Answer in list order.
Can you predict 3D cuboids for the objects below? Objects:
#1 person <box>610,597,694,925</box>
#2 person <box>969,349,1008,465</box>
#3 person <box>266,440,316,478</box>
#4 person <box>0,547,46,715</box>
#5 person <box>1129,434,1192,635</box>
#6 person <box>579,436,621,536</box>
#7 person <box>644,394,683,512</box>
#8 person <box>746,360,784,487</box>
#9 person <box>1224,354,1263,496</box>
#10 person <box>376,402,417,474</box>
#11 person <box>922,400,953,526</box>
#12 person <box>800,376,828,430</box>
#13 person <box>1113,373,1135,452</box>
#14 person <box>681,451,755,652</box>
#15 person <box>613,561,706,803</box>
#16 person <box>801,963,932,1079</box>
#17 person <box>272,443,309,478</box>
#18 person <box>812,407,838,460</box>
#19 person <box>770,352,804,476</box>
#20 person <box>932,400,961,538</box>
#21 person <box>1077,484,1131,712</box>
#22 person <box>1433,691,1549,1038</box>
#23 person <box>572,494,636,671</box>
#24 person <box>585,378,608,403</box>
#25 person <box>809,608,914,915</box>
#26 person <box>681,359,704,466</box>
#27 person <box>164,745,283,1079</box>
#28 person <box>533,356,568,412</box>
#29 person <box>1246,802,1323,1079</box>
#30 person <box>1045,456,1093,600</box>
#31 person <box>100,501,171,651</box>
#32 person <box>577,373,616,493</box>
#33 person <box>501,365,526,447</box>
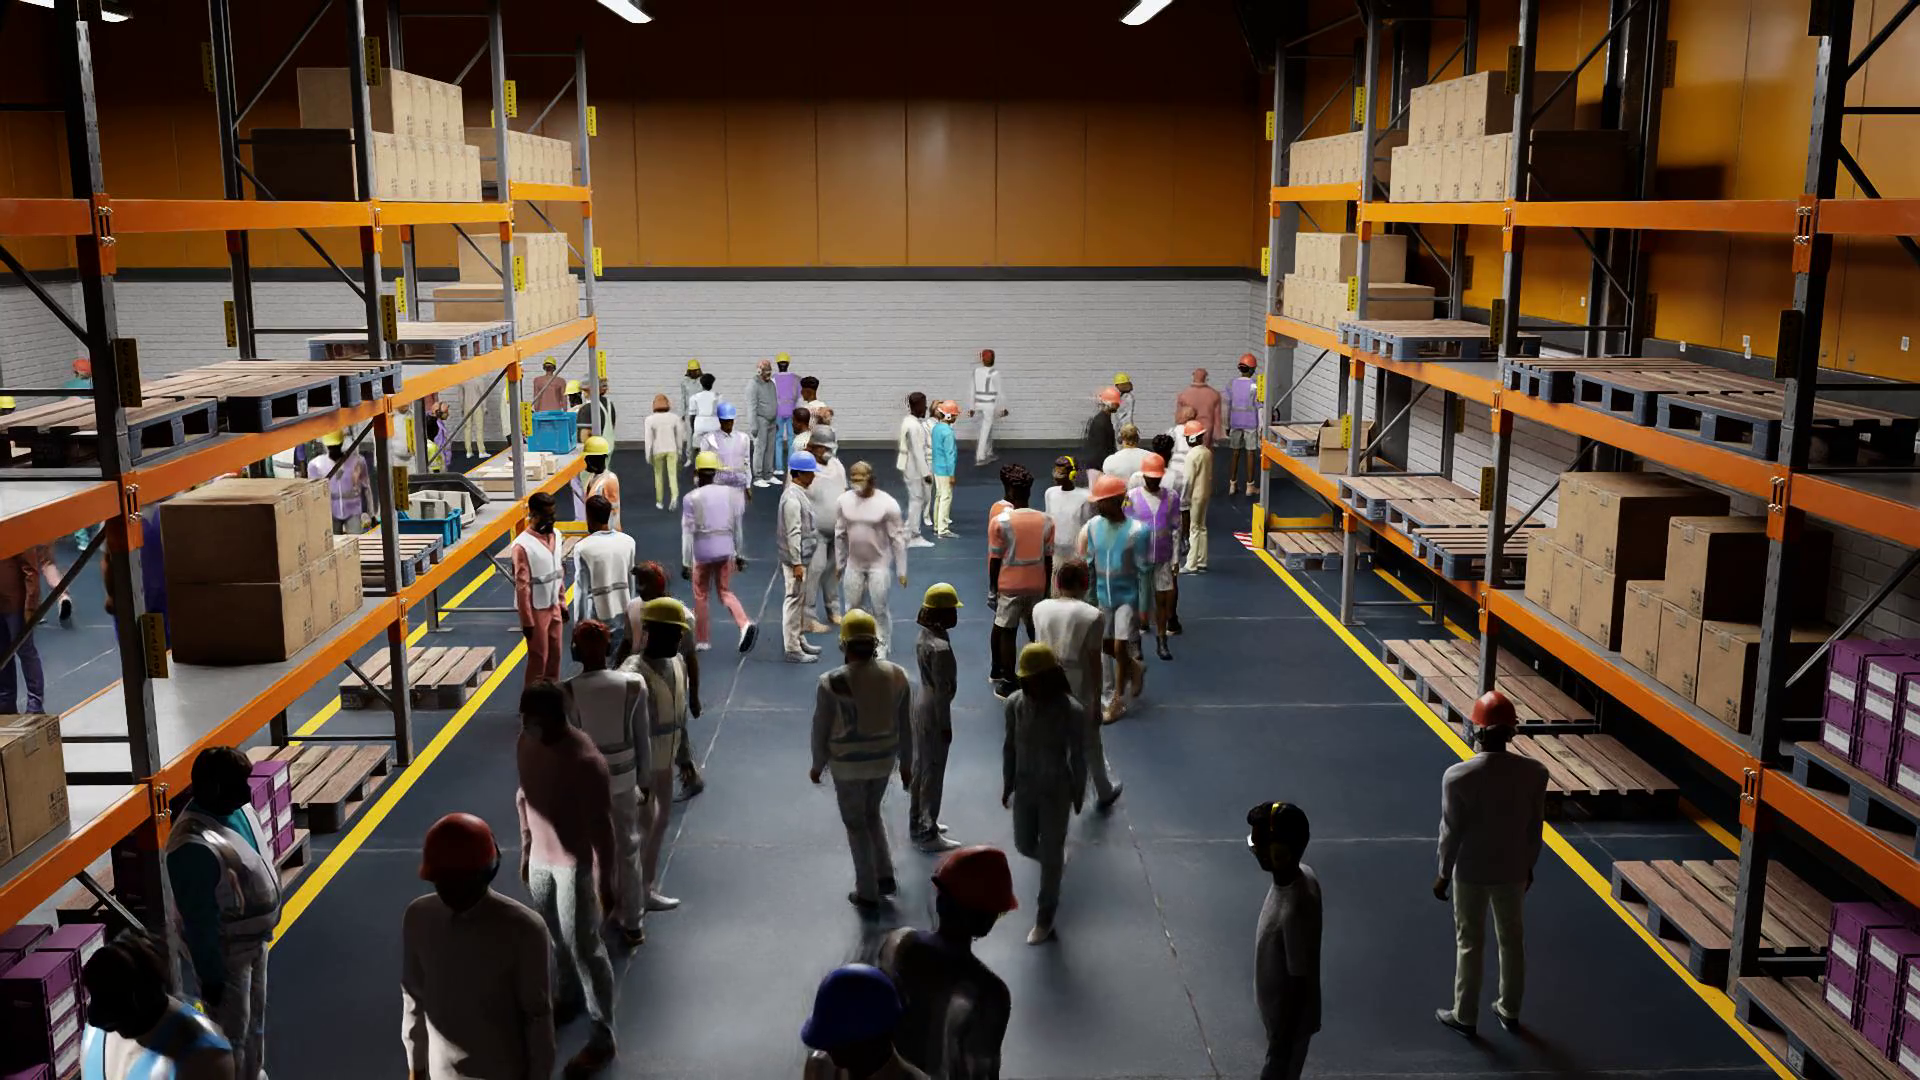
[{"bbox_3d":[-1.782,1.273,9.655,0.400,1.889,0.649,5,12,22],"label":"person"},{"bbox_3d":[0.510,-2.148,26.857,0.786,1.855,0.566,-10,15,-41],"label":"person"},{"bbox_3d":[-7.857,-0.734,19.567,0.635,1.938,0.361,2,11,9],"label":"person"},{"bbox_3d":[-7.588,0.505,13.213,0.609,1.996,0.379,4,12,18],"label":"person"},{"bbox_3d":[1.931,-0.053,16.084,0.617,1.964,0.361,3,12,14],"label":"person"},{"bbox_3d":[-3.488,-0.053,16.182,0.362,1.928,0.587,-7,13,-30],"label":"person"},{"bbox_3d":[-4.025,-1.186,22.679,0.535,1.607,0.681,-3,12,-17],"label":"person"},{"bbox_3d":[-2.897,-1.728,24.680,0.401,1.894,0.654,5,12,25],"label":"person"},{"bbox_3d":[4.110,-1.659,23.942,0.614,2.042,0.373,7,13,33],"label":"person"},{"bbox_3d":[-7.098,-1.001,21.118,0.582,1.874,0.681,7,13,30],"label":"person"},{"bbox_3d":[-0.306,-1.015,21.718,0.520,1.645,0.307,-7,13,-31],"label":"person"},{"bbox_3d":[-1.905,-1.161,21.687,0.400,1.957,0.599,4,12,21],"label":"person"},{"bbox_3d":[2.378,-1.582,24.345,0.317,1.733,0.489,-4,12,-18],"label":"person"},{"bbox_3d":[-2.249,0.129,15.366,0.626,1.895,0.737,-8,14,-36],"label":"person"},{"bbox_3d":[-2.059,1.017,11.236,0.555,1.777,1.012,9,14,38],"label":"person"},{"bbox_3d":[-0.266,2.170,5.010,0.605,1.938,0.412,10,15,41],"label":"person"},{"bbox_3d":[-7.735,-0.629,19.273,0.565,1.847,0.396,9,14,37],"label":"person"},{"bbox_3d":[-1.715,-0.869,21.020,0.324,1.630,0.525,8,14,33],"label":"person"},{"bbox_3d":[-2.722,-1.950,25.771,0.595,1.903,0.442,-2,11,-11],"label":"person"},{"bbox_3d":[-0.163,-0.887,20.840,0.355,1.737,0.578,-4,12,-18],"label":"person"},{"bbox_3d":[1.208,0.428,13.842,0.590,1.903,0.752,-6,13,-29],"label":"person"},{"bbox_3d":[2.621,1.608,8.286,0.563,1.752,0.335,-2,11,-11],"label":"person"},{"bbox_3d":[-2.764,0.594,13.006,0.404,1.906,0.598,8,14,33],"label":"person"},{"bbox_3d":[-5.010,-1.362,22.986,0.358,1.838,0.508,0,11,-2],"label":"person"},{"bbox_3d":[-0.588,1.295,9.729,0.585,1.806,0.458,-8,14,-34],"label":"person"},{"bbox_3d":[-4.221,-2.024,26.563,0.482,1.734,0.339,1,11,7],"label":"person"},{"bbox_3d":[-3.188,1.774,7.282,0.429,1.830,0.631,-1,11,-6],"label":"person"},{"bbox_3d":[-6.584,-2.075,26.768,0.535,1.753,0.342,-2,11,-10],"label":"person"},{"bbox_3d":[1.246,1.910,6.503,0.327,1.865,0.521,2,11,11],"label":"person"},{"bbox_3d":[0.988,0.140,15.376,0.514,1.866,0.332,7,13,30],"label":"person"},{"bbox_3d":[-6.801,0.352,13.869,0.543,2.000,0.697,9,14,37],"label":"person"},{"bbox_3d":[-4.718,-1.155,21.422,0.602,2.000,0.692,4,12,17],"label":"person"},{"bbox_3d":[-6.225,-1.509,23.309,0.375,1.997,0.612,-3,12,-14],"label":"person"}]
